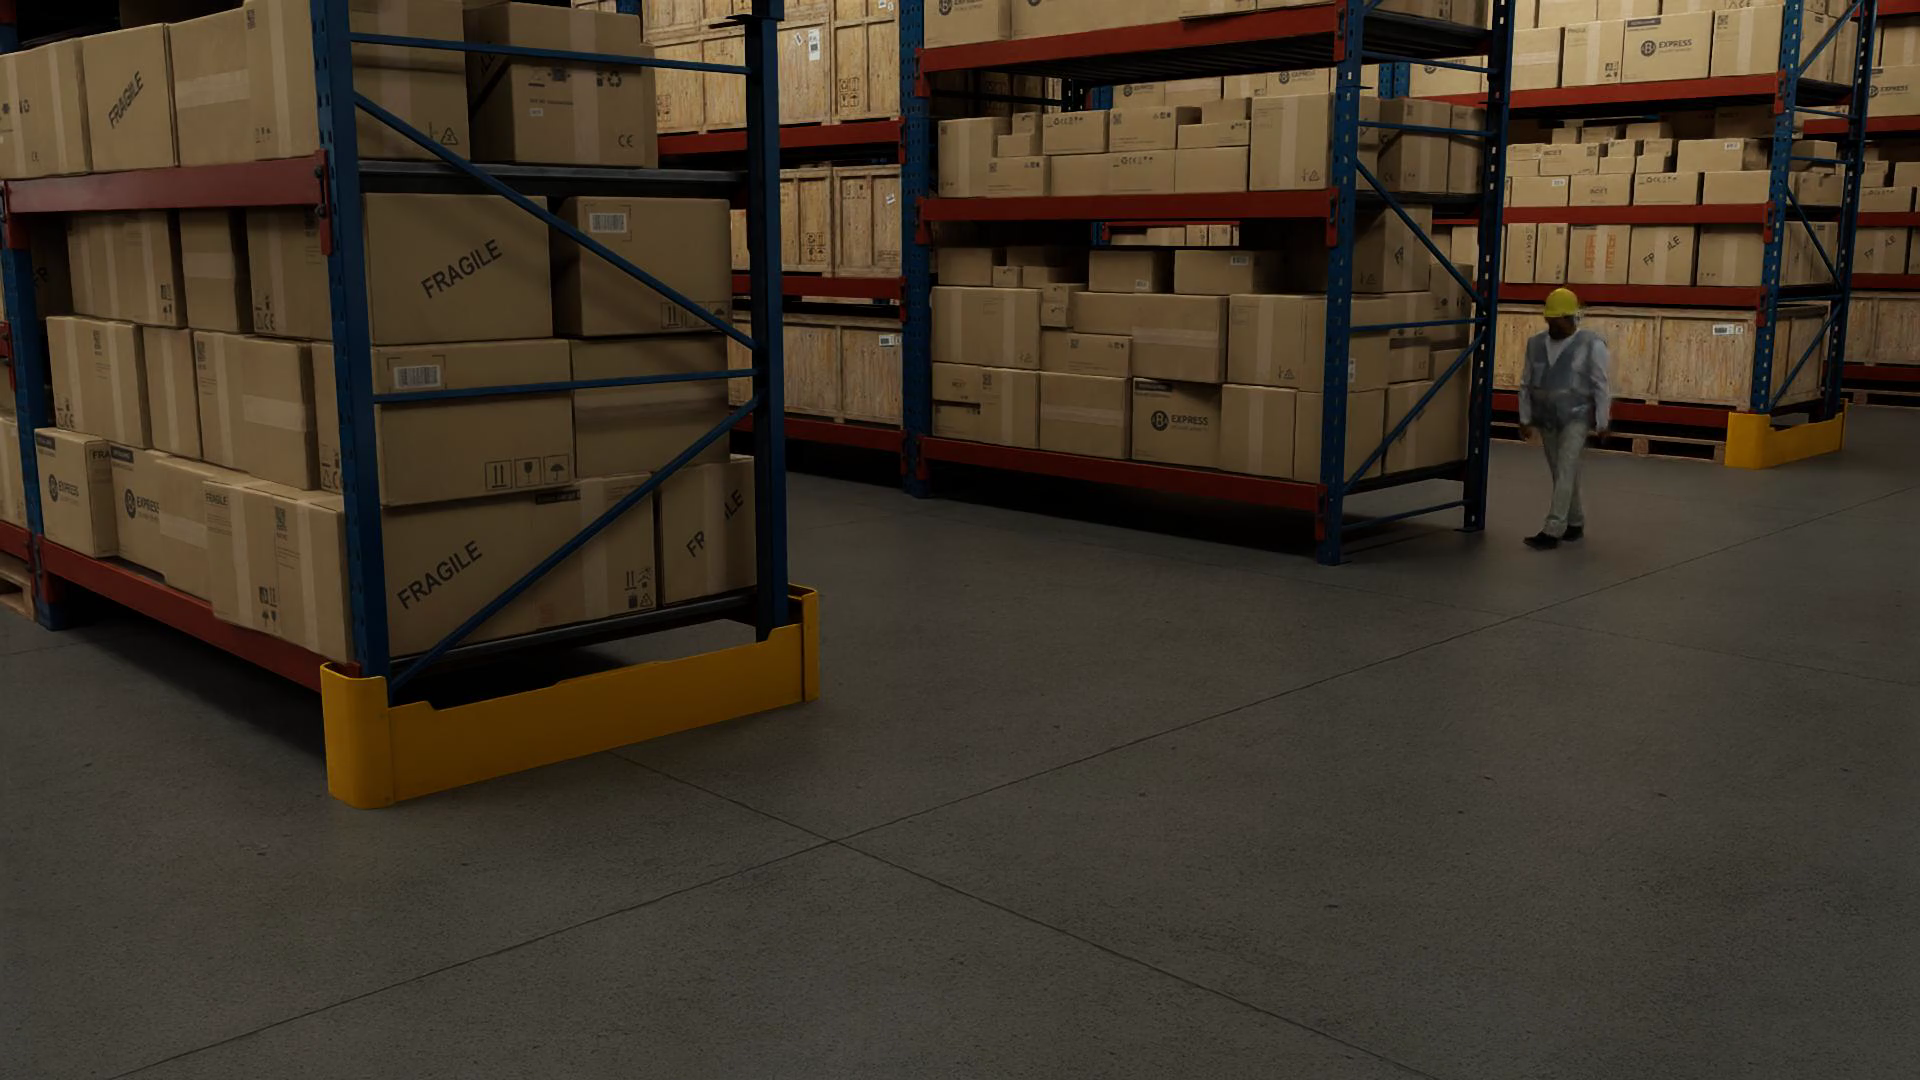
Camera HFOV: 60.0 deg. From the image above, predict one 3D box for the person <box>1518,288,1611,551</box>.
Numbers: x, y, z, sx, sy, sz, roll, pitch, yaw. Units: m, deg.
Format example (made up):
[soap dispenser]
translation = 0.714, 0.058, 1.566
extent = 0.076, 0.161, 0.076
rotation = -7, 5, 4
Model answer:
[person]
translation = 4.153, -0.838, 11.444
extent = 0.810, 1.781, 0.607
rotation = -8, 13, -37
